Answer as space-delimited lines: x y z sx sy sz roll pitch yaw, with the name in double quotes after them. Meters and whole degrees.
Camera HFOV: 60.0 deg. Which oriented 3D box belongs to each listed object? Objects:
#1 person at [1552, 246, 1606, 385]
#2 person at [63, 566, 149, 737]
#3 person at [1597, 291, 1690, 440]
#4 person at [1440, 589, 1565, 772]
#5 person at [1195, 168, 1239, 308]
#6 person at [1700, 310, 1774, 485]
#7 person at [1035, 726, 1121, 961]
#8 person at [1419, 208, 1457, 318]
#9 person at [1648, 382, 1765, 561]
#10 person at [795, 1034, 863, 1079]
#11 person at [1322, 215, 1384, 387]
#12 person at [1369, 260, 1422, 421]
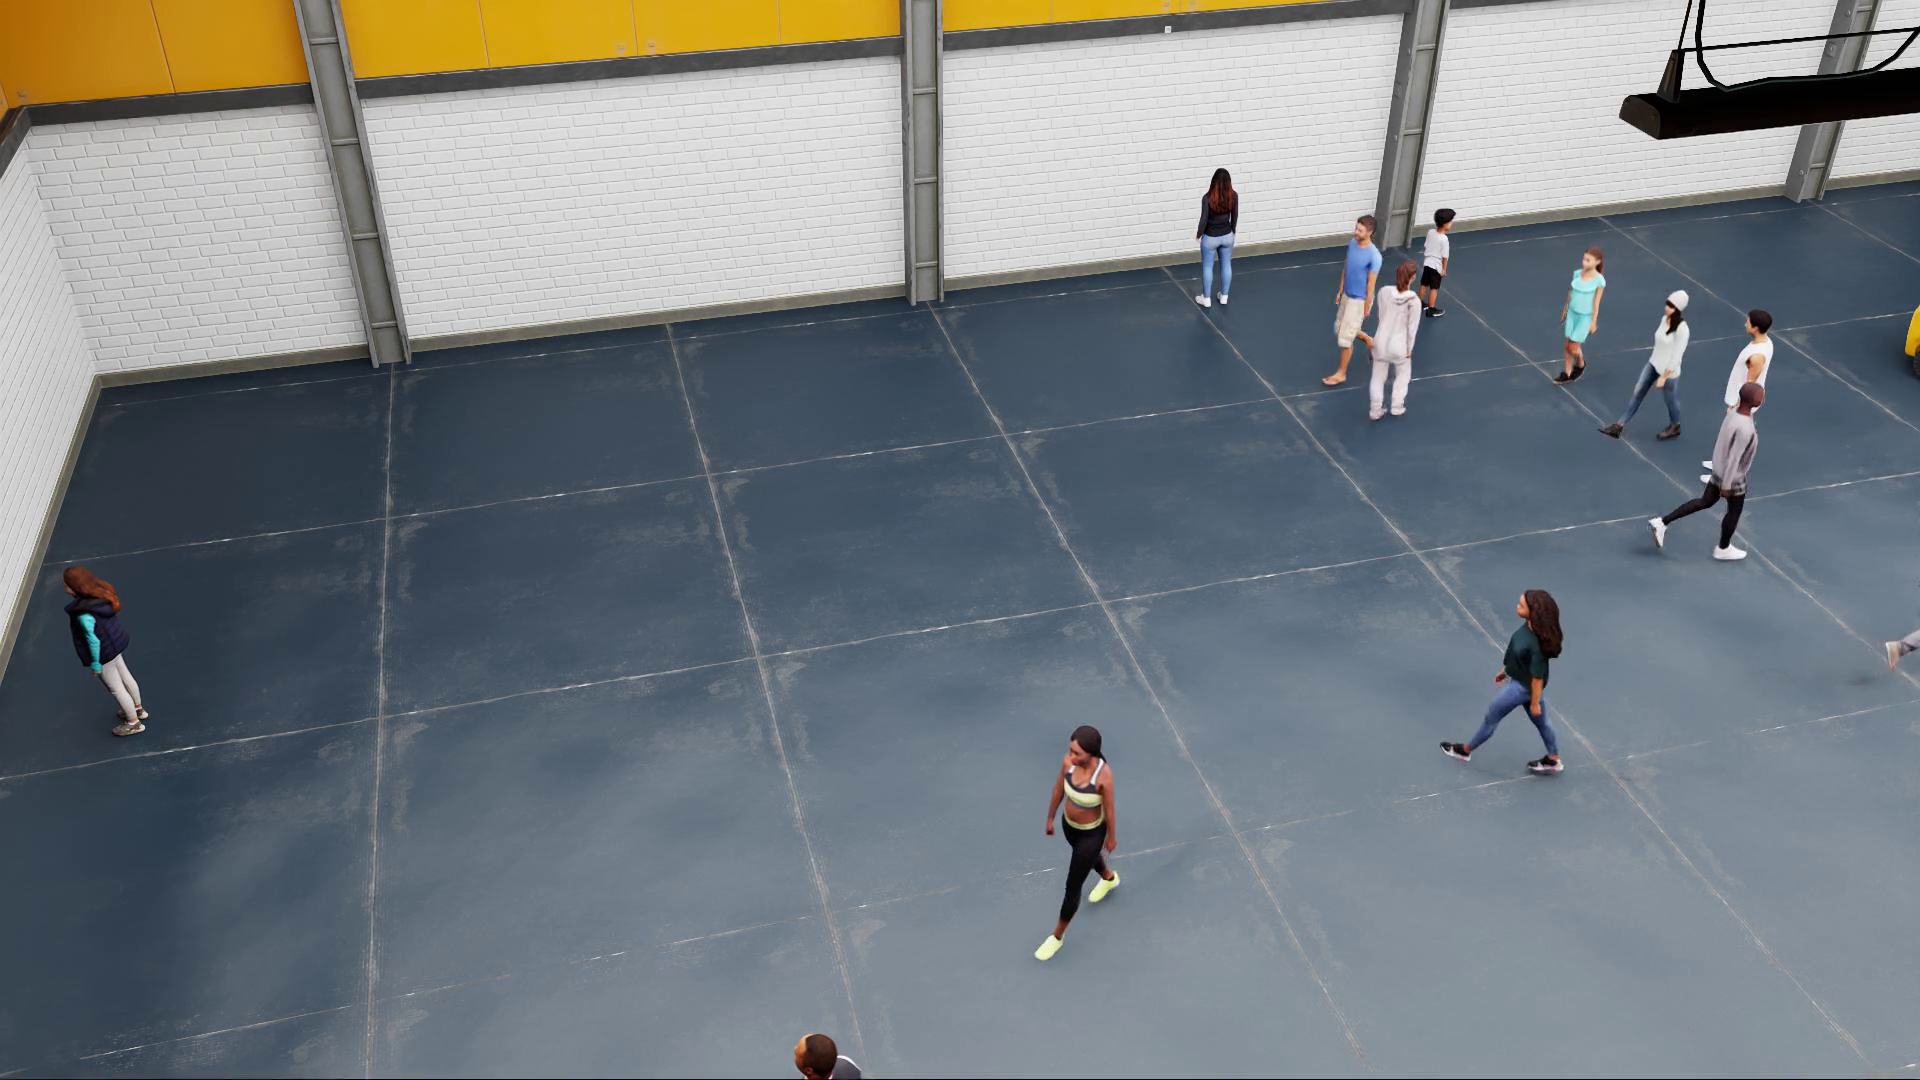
6.517 -2.336 17.328 0.680 1.549 0.620 -18 37 -24 "person"
-6.487 0.825 12.617 0.595 1.500 0.593 -5 34 -8 "person"
6.961 -1.667 16.275 1.080 1.600 0.570 -8 34 -11 "person"
4.231 1.075 12.179 1.193 1.568 0.981 9 35 13 "person"
2.930 -3.450 18.927 0.476 1.633 0.689 -9 35 -13 "person"
7.364 -1.326 15.600 0.790 1.779 0.733 17 37 24 "person"
0.864 1.857 10.877 1.011 1.706 1.221 27 42 34 "person"
5.369 -3.149 18.810 0.551 1.262 0.539 -17 37 -24 "person"
6.595 -0.582 14.513 1.205 1.744 0.916 4 34 6 "person"
-0.680 3.228 8.623 0.797 1.919 0.776 12 36 18 "person"
4.196 -2.531 17.355 1.039 1.844 0.703 -13 36 -19 "person"
4.284 -1.947 16.634 0.775 1.670 0.828 22 40 30 "person"
